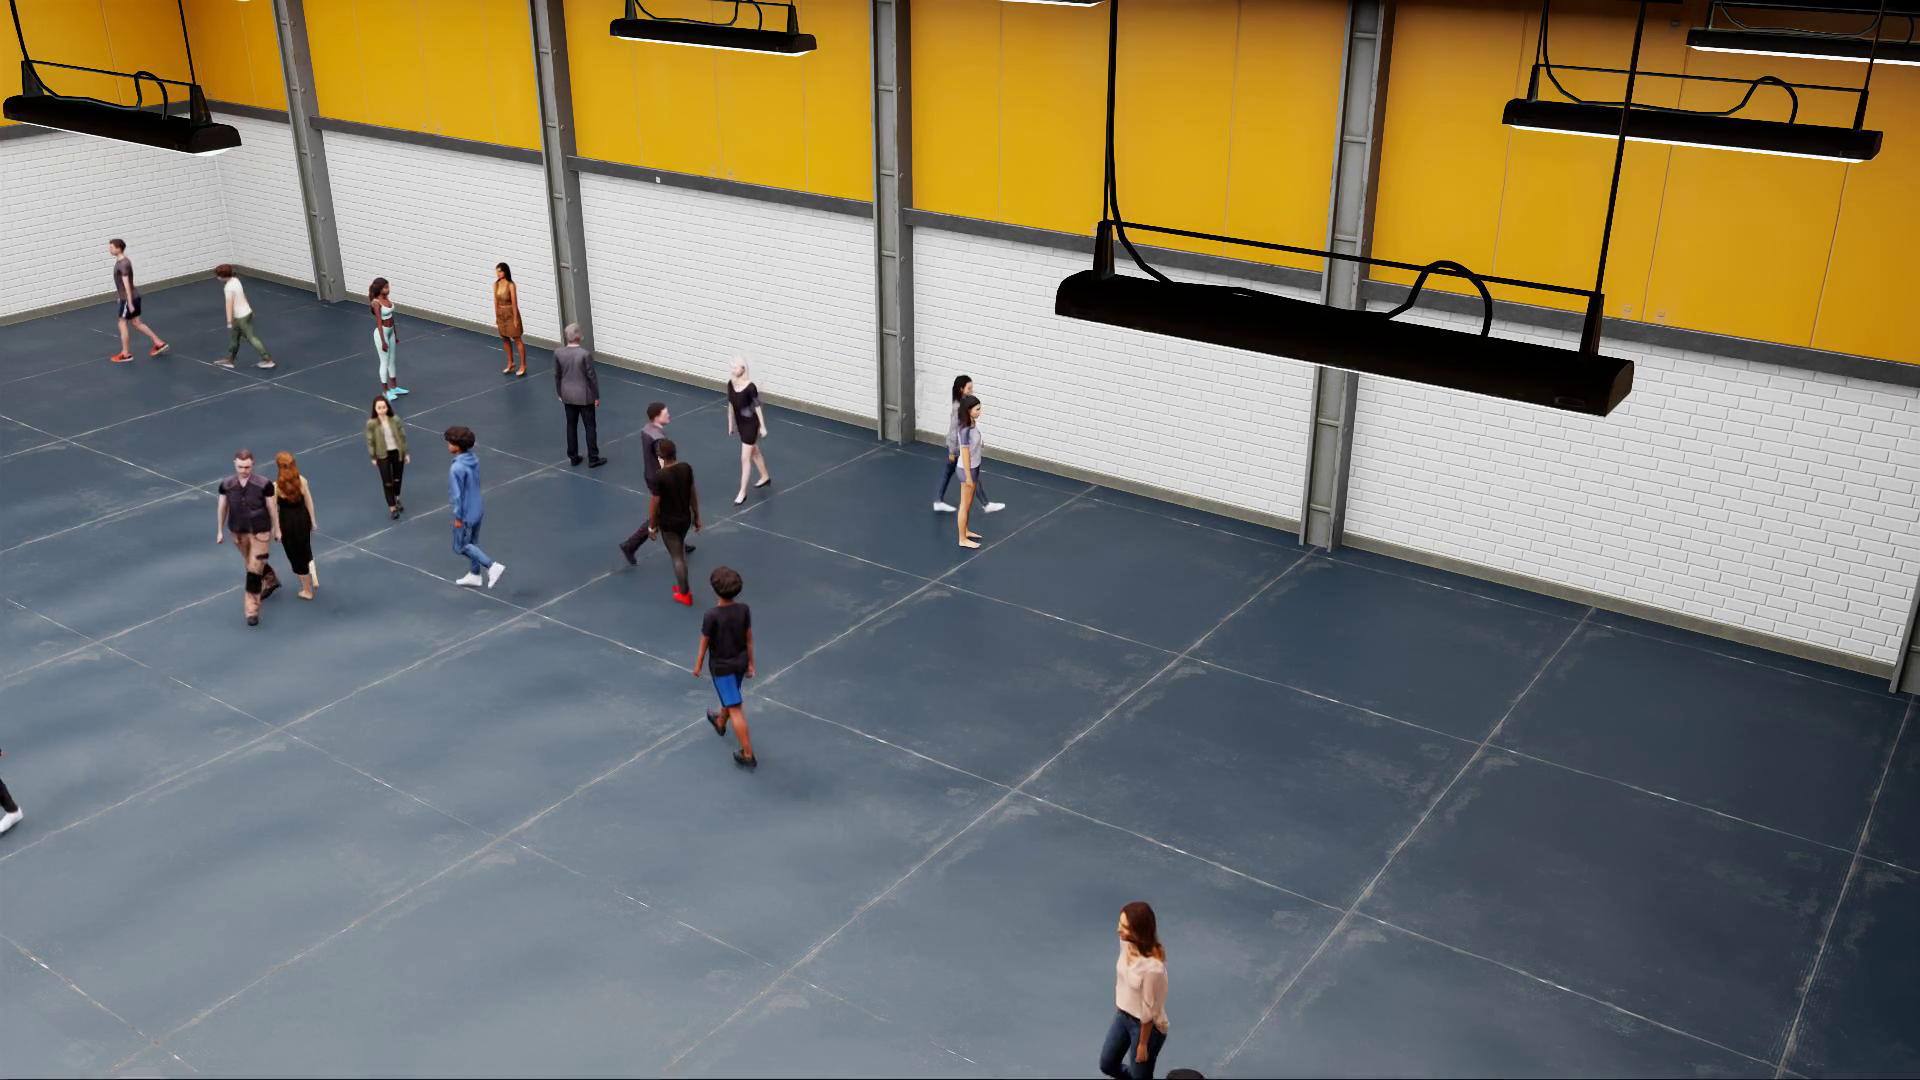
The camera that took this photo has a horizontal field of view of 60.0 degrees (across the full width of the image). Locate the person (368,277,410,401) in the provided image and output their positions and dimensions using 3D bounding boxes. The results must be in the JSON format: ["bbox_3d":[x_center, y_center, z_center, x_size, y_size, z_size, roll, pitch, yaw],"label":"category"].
[{"bbox_3d":[-8.025,-2.829,23.223,0.656,1.725,0.644,4,24,9],"label":"person"}]

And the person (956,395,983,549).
[{"bbox_3d":[0.095,-0.782,18.528,0.657,1.734,0.659,3,24,7],"label":"person"}]

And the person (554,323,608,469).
[{"bbox_3d":[-4.761,-1.812,20.754,0.665,1.839,0.858,6,24,14],"label":"person"}]

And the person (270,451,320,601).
[{"bbox_3d":[-6.821,-0.121,17.165,0.628,1.615,0.581,18,29,35],"label":"person"}]

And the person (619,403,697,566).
[{"bbox_3d":[-3.324,-0.591,17.981,1.121,1.823,1.186,-11,26,-23],"label":"person"}]

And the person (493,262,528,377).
[{"bbox_3d":[-6.547,-3.215,24.157,0.490,1.684,0.630,13,27,27],"label":"person"}]

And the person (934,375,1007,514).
[{"bbox_3d":[-0.094,-1.091,19.290,1.162,1.691,0.948,2,24,6],"label":"person"}]

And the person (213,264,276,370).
[{"bbox_3d":[-10.451,-3.255,24.352,1.129,1.601,1.076,-1,24,-2],"label":"person"}]

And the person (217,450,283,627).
[{"bbox_3d":[-7.165,-0.104,16.915,1.256,1.785,1.233,1,24,2],"label":"person"}]

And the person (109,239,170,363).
[{"bbox_3d":[-12.343,-3.596,24.850,1.063,1.826,1.084,-9,25,-19],"label":"person"}]

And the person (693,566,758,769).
[{"bbox_3d":[-1.925,1.122,14.158,0.834,1.746,1.191,-18,29,-36],"label":"person"}]

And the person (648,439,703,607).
[{"bbox_3d":[-2.857,-0.154,17.018,0.740,1.793,0.715,-21,31,-40],"label":"person"}]

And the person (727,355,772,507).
[{"bbox_3d":[-2.479,-1.340,19.742,0.932,1.784,0.681,17,29,34],"label":"person"}]

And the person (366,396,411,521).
[{"bbox_3d":[-6.648,-0.990,19.367,0.826,1.444,1.019,-13,27,-27],"label":"person"}]

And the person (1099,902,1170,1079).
[{"bbox_3d":[1.168,2.904,10.040,0.798,1.780,0.723,-10,26,-22],"label":"person"}]

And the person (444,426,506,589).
[{"bbox_3d":[-5.080,-0.316,17.378,0.974,1.801,0.887,3,24,6],"label":"person"}]
